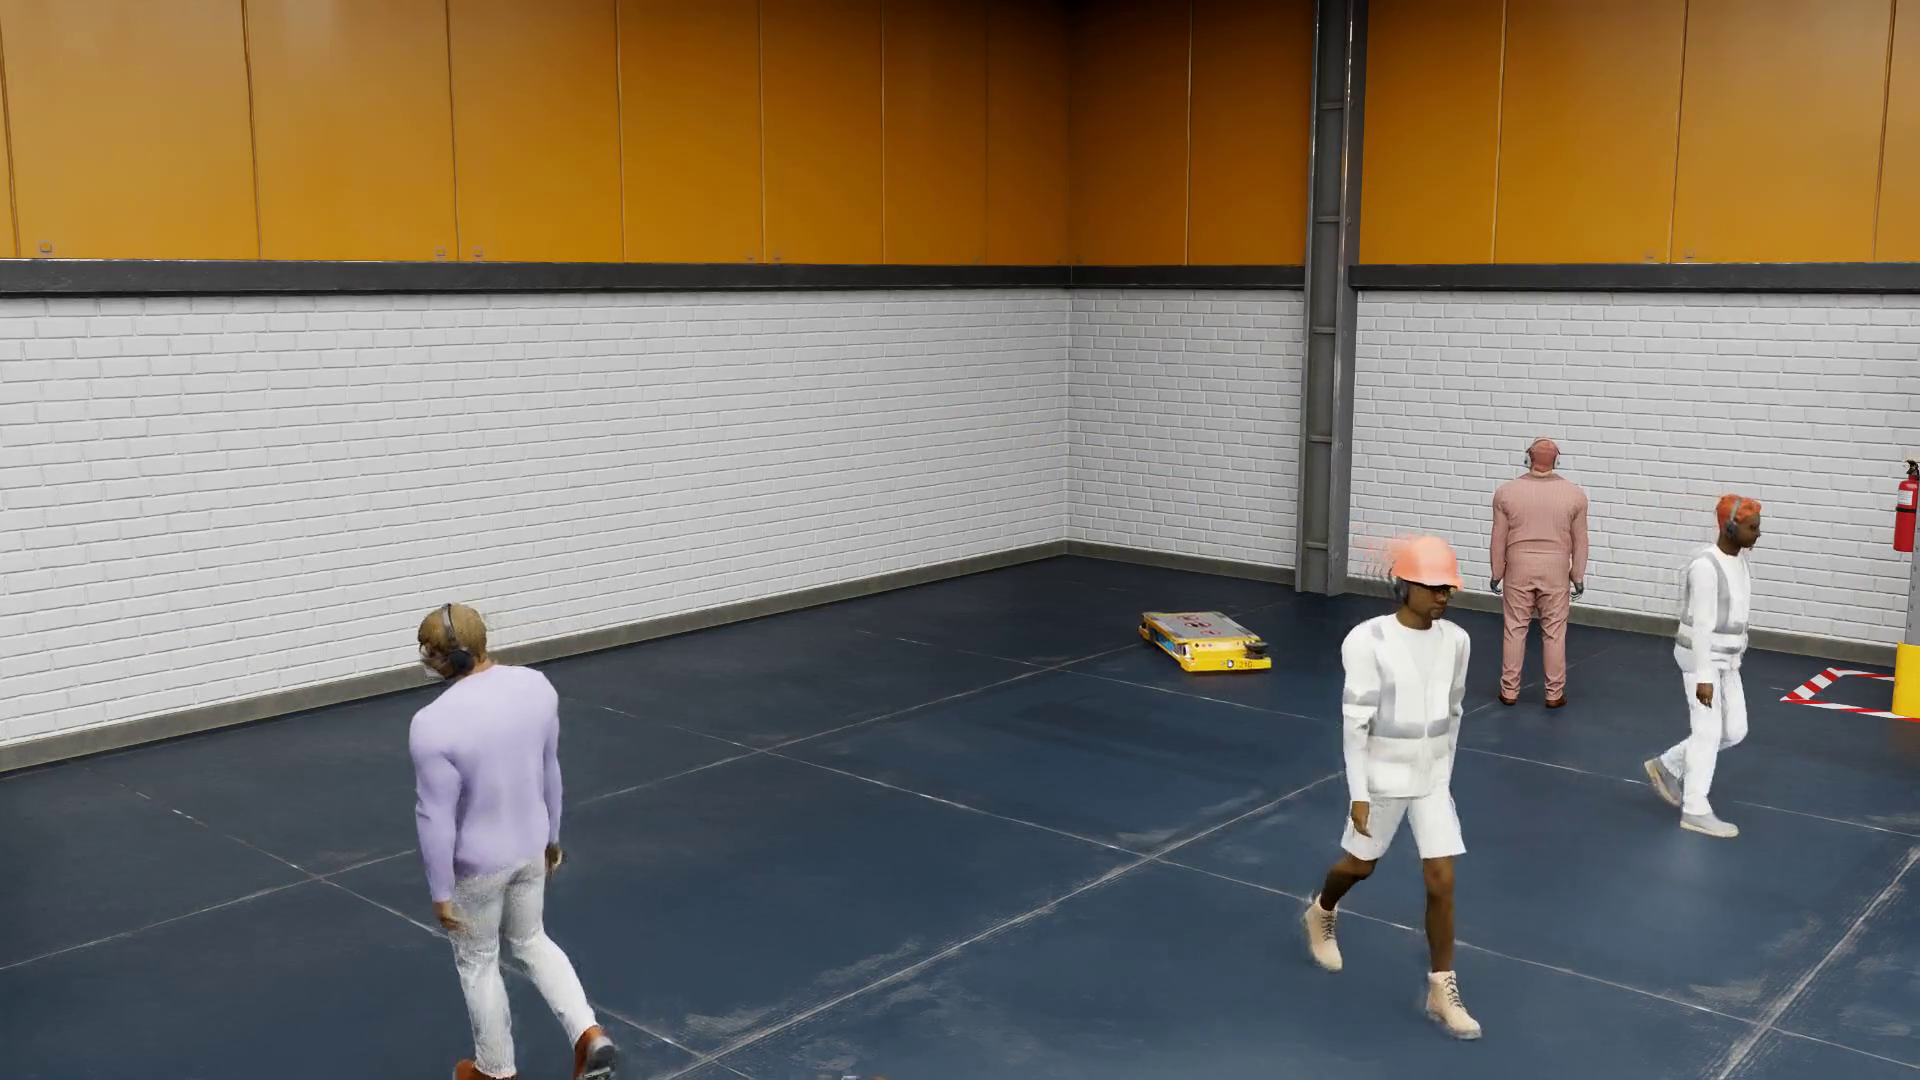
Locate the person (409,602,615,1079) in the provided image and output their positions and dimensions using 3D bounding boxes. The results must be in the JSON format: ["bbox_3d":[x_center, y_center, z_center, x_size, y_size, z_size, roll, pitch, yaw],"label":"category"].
[{"bbox_3d":[-1.618,1.151,5.927,0.682,1.902,0.650,6,11,35],"label":"person"}]

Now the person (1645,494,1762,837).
[{"bbox_3d":[4.062,0.665,9.079,0.604,1.868,0.492,-8,12,-41],"label":"person"}]

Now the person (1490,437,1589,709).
[{"bbox_3d":[4.056,0.232,11.680,0.651,1.906,0.409,3,10,19],"label":"person"}]

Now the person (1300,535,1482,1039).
[{"bbox_3d":[1.797,0.948,6.912,0.619,2.008,1.005,-3,10,-18],"label":"person"}]

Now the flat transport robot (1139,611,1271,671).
[{"bbox_3d":[1.934,0.789,13.303,0.652,0.197,1.431,-2,9,-9],"label":"flat transport robot"}]

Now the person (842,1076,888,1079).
[{"bbox_3d":[-0.238,1.709,2.659,0.527,1.827,0.644,0,9,0],"label":"person"}]
